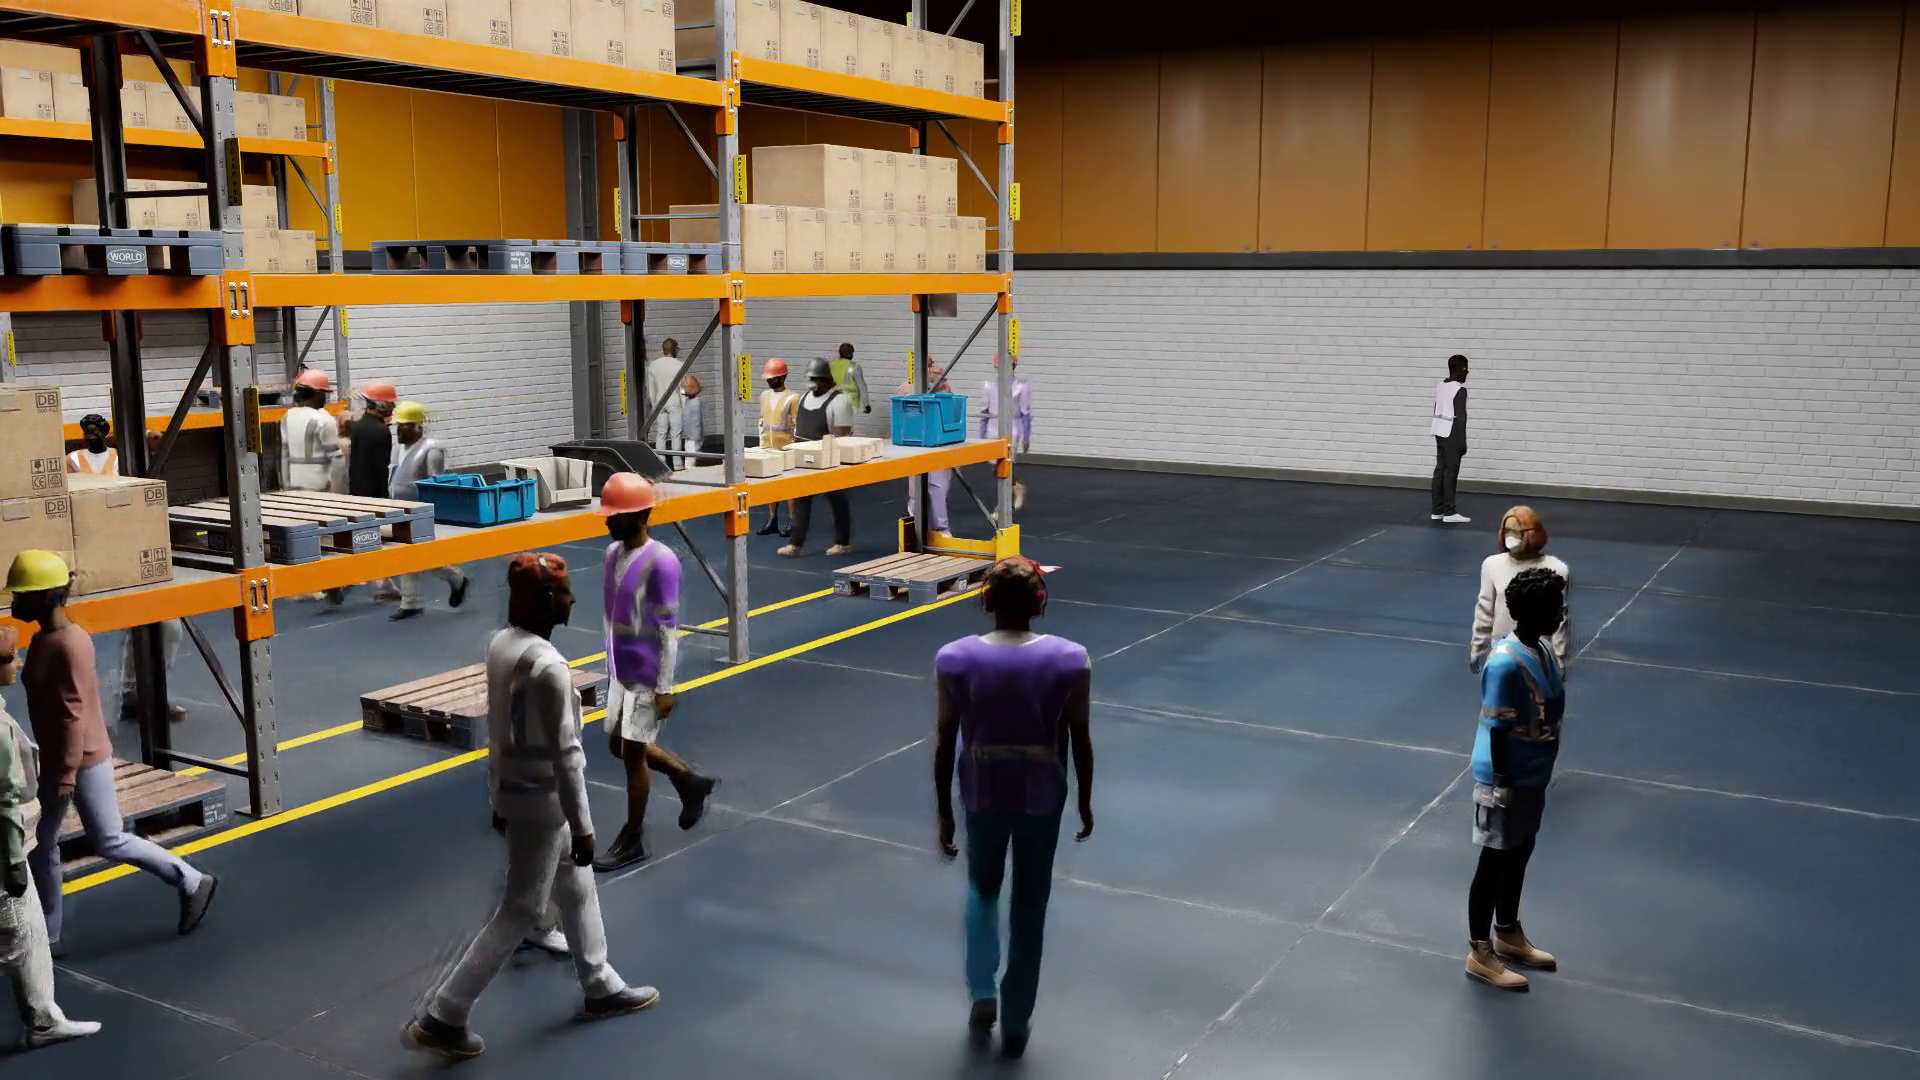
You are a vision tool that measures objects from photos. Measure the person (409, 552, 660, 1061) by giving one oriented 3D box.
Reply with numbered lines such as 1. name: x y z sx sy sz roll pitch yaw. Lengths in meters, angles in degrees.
1. person: -1.586 0.959 6.058 0.936 1.849 0.589 -6 11 -31

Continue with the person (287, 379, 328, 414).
1. person: -6.907 -0.835 17.546 0.550 1.733 0.731 2 9 13

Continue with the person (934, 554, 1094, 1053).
1. person: 0.204 0.960 6.082 0.572 1.827 0.460 1 9 7

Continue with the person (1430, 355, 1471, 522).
1. person: 5.624 -1.166 19.095 0.399 1.916 0.590 -2 9 -11

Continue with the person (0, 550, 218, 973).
1. person: -3.588 0.878 6.882 0.518 1.737 0.798 8 12 41

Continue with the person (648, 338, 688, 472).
1. person: -4.071 -1.857 23.341 0.630 1.936 0.369 4 10 26

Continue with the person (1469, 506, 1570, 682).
1. person: 2.955 0.622 8.848 0.353 1.617 0.520 -8 12 -40

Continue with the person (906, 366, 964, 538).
1. person: -0.306 -0.917 17.681 0.839 1.872 0.649 9 12 43

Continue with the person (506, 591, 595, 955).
1. person: -1.745 0.932 6.907 0.392 1.623 0.520 -5 11 -30

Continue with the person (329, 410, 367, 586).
1. person: -5.493 -0.362 14.982 0.359 1.624 0.528 -4 10 -23

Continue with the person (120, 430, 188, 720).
1. person: -5.122 0.226 10.548 0.581 1.863 0.599 -2 9 -15

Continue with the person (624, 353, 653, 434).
1. person: -4.705 -2.019 24.413 0.399 1.923 0.714 2 9 12

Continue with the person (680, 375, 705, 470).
1. person: -3.213 -1.203 20.258 0.440 1.621 0.500 -4 10 -21

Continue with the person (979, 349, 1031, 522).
1. person: 0.553 -1.242 19.249 0.617 2.023 0.854 6 11 34

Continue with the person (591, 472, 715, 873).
1. person: -1.501 0.610 8.030 0.687 1.912 0.549 -9 13 -43

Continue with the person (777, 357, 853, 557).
1. person: -1.453 -0.824 16.565 0.721 2.000 0.891 7 12 39

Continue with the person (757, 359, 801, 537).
1. person: -1.959 -0.991 17.956 0.542 1.929 0.374 5 11 30

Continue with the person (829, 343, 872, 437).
1. person: -1.590 -2.012 24.709 0.634 1.808 0.881 8 12 40

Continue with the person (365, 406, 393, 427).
1. person: -5.440 -0.468 15.597 0.282 1.636 0.498 -5 10 -29

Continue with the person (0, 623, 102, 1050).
1. person: -3.474 1.098 5.871 0.651 1.617 0.519 -8 12 -39

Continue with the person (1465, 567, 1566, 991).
1. person: 2.230 0.938 6.661 0.320 1.694 0.534 7 12 38

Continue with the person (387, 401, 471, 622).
1. person: -4.421 -0.247 13.668 0.598 1.815 0.618 7 12 38

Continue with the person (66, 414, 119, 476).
1. person: -7.059 -0.193 13.694 0.542 1.695 0.316 -3 10 -18

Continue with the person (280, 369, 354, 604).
1. person: -5.532 -0.474 14.475 0.623 2.010 0.817 7 11 36

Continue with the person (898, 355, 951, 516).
1. person: -0.418 -1.216 19.428 0.653 1.906 0.408 -2 9 -12

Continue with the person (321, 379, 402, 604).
1. person: -5.055 -0.381 14.066 0.773 1.959 0.664 -7 12 -37
